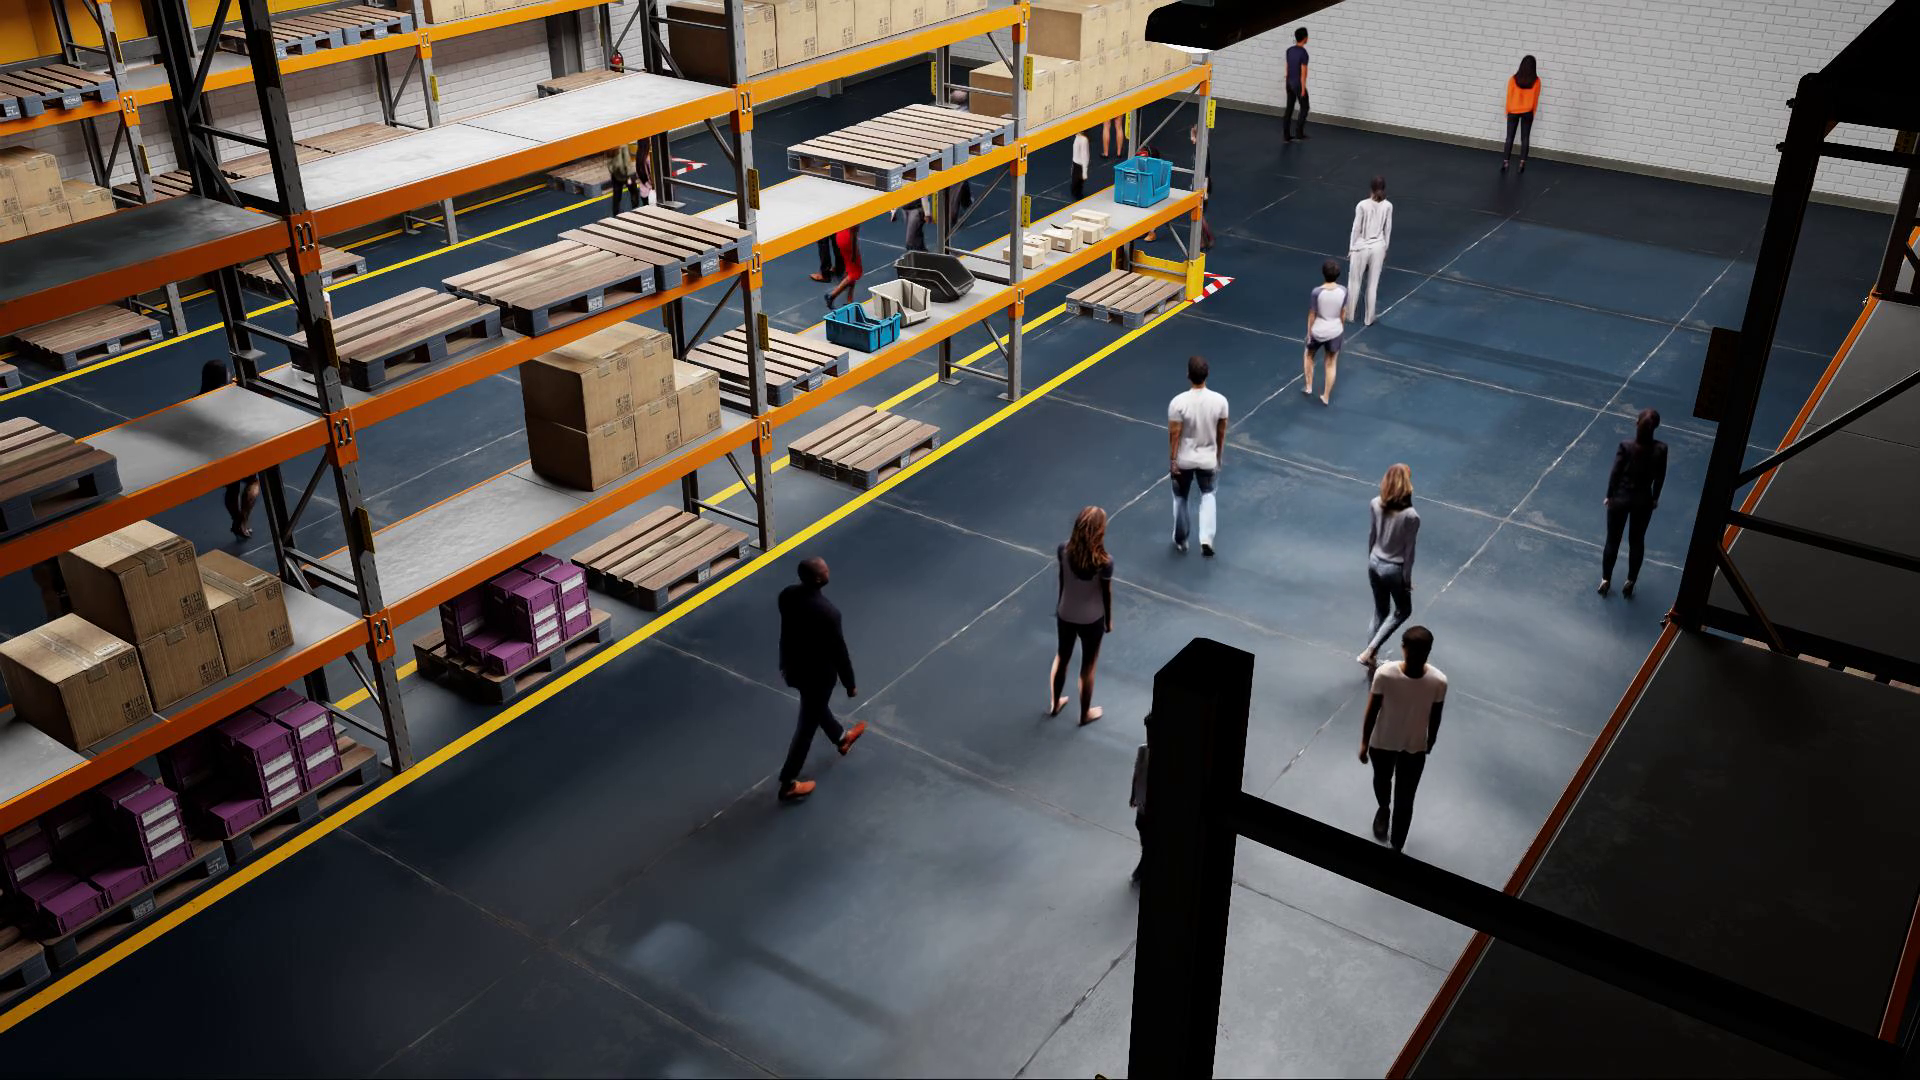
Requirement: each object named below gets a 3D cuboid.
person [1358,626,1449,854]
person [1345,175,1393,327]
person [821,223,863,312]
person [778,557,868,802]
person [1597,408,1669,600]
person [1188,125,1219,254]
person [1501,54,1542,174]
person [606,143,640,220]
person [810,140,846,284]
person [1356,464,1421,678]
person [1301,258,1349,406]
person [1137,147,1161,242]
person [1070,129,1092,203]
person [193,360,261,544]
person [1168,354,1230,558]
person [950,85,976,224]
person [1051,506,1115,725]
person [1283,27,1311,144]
[{"bbox_3d":[2.883,1.262,10.915,0.815,1.689,1.088,10,30,17],"label":"person"},{"bbox_3d":[4.747,-3.350,19.286,0.718,1.769,0.744,3,29,6],"label":"person"},{"bbox_3d":[-1.380,-3.429,19.476,0.916,1.726,0.845,-9,30,-16],"label":"person"},{"bbox_3d":[-1.091,0.976,11.354,1.221,1.771,0.900,-23,36,-36],"label":"person"},{"bbox_3d":[5.558,-0.304,13.764,0.636,1.711,0.611,5,29,10],"label":"person"},{"bbox_3d":[3.210,-4.516,21.511,0.834,1.686,0.768,-2,29,-5],"label":"person"},{"bbox_3d":[8.379,-6.371,24.846,0.690,1.748,0.673,7,29,13],"label":"person"},{"bbox_3d":[-4.628,-4.911,22.471,0.617,1.460,0.759,19,34,31],"label":"person"},{"bbox_3d":[-1.644,-4.112,20.654,0.745,1.798,0.521,21,35,33],"label":"person"},{"bbox_3d":[3.188,0.281,12.623,0.762,1.776,0.717,-18,33,-30],"label":"person"},{"bbox_3d":[3.824,-2.144,17.309,0.718,1.546,0.779,1,29,2],"label":"person"},{"bbox_3d":[2.514,-4.616,22.151,0.538,1.248,0.536,-21,35,-33],"label":"person"},{"bbox_3d":[1.708,-5.078,22.762,0.735,1.475,0.679,-6,29,-11],"label":"person"},{"bbox_3d":[-6.433,-0.720,14.534,0.764,1.703,0.808,8,30,14],"label":"person"},{"bbox_3d":[2.044,-0.667,14.288,0.953,1.846,1.042,-1,29,-2],"label":"person"},{"bbox_3d":[-0.007,-5.197,22.628,0.848,1.812,1.268,11,31,20],"label":"person"},{"bbox_3d":[0.879,0.552,12.183,0.607,1.722,0.559,16,32,27],"label":"person"},{"bbox_3d":[5.246,-7.160,26.263,0.803,1.778,0.792,-17,33,-28],"label":"person"}]
